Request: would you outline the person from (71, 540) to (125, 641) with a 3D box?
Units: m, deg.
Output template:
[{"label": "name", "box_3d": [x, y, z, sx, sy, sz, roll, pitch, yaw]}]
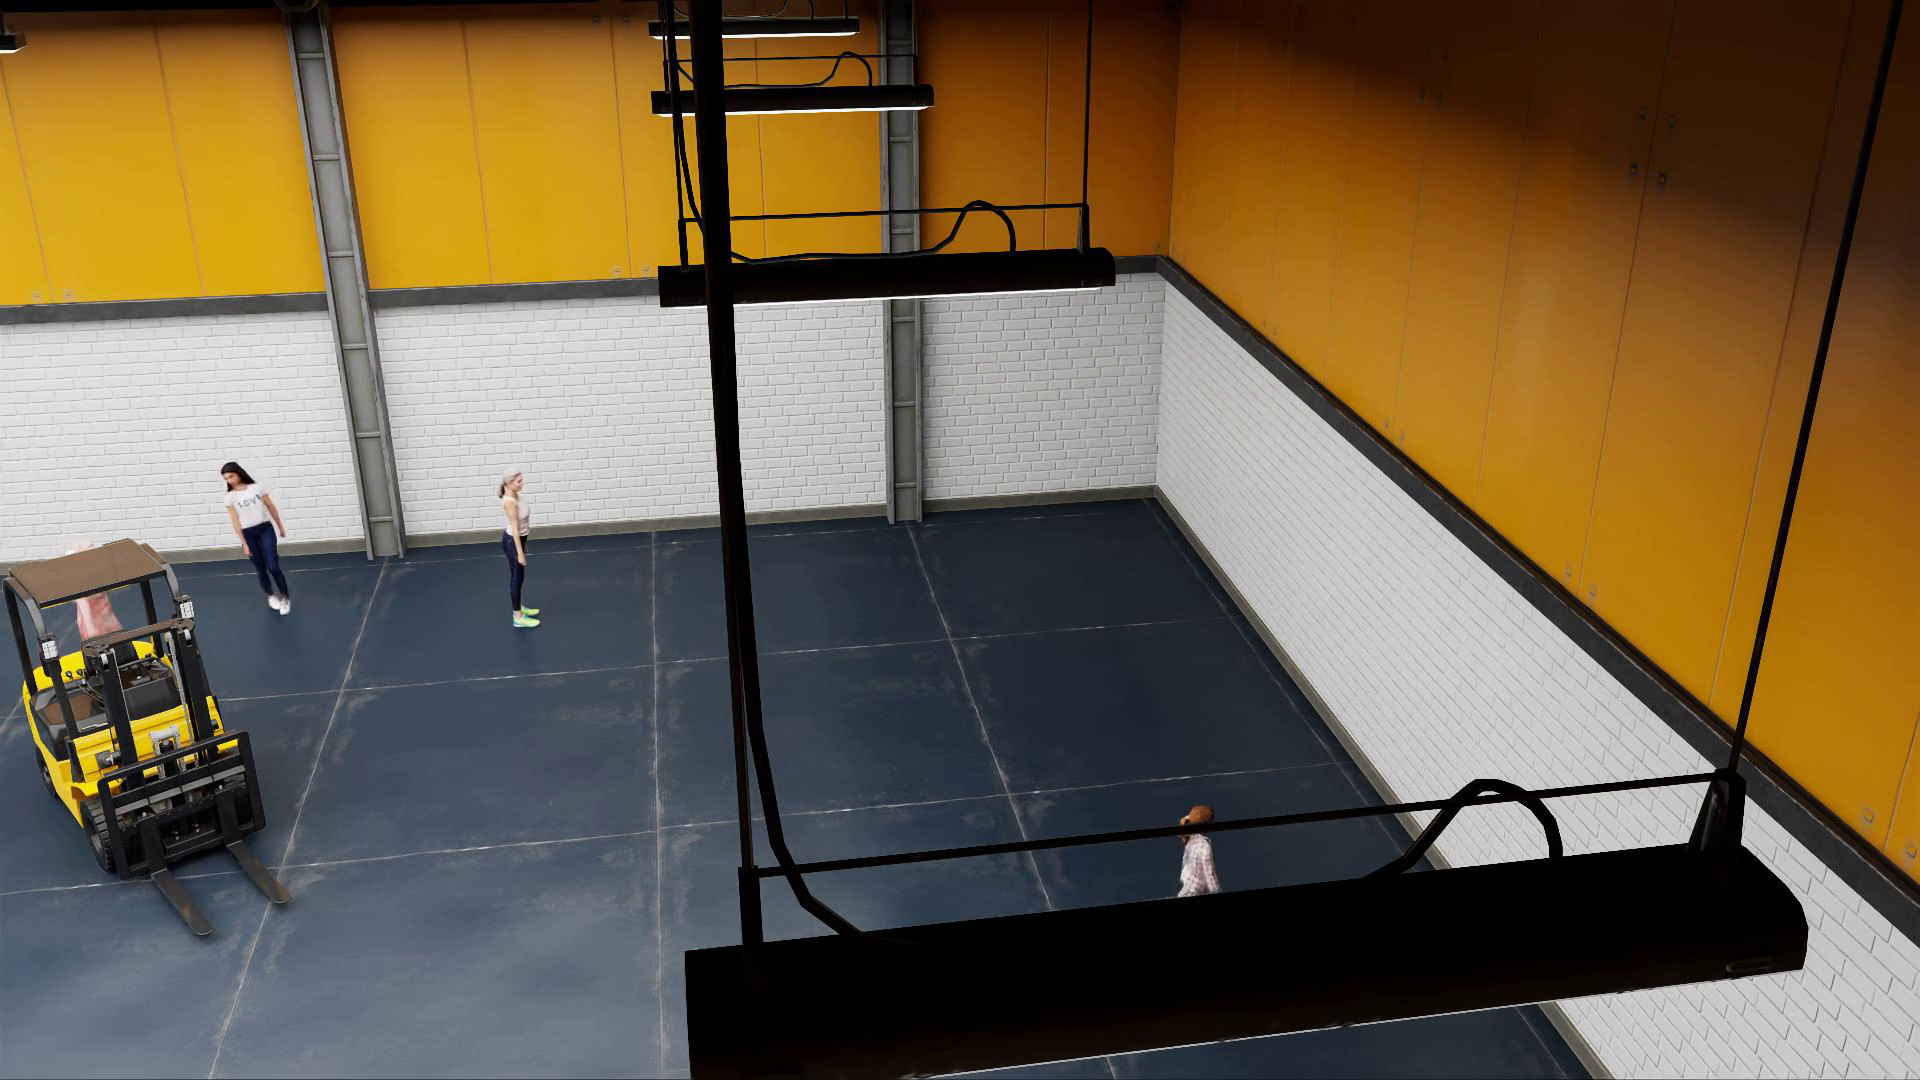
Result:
[{"label": "person", "box_3d": [-8.143, 0.797, 15.551, 0.948, 1.675, 0.689, 0, 24, -1]}]

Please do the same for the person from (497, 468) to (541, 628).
[{"label": "person", "box_3d": [-4.600, 0.059, 17.202, 0.534, 1.706, 0.601, -5, 24, -12]}]

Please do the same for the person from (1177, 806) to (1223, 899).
[{"label": "person", "box_3d": [1.648, 2.529, 12.094, 0.977, 1.270, 0.573, -2, 24, -5]}]

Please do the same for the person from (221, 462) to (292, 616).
[{"label": "person", "box_3d": [-7.324, -0.041, 17.383, 0.751, 1.743, 0.855, -20, 30, -38]}]
